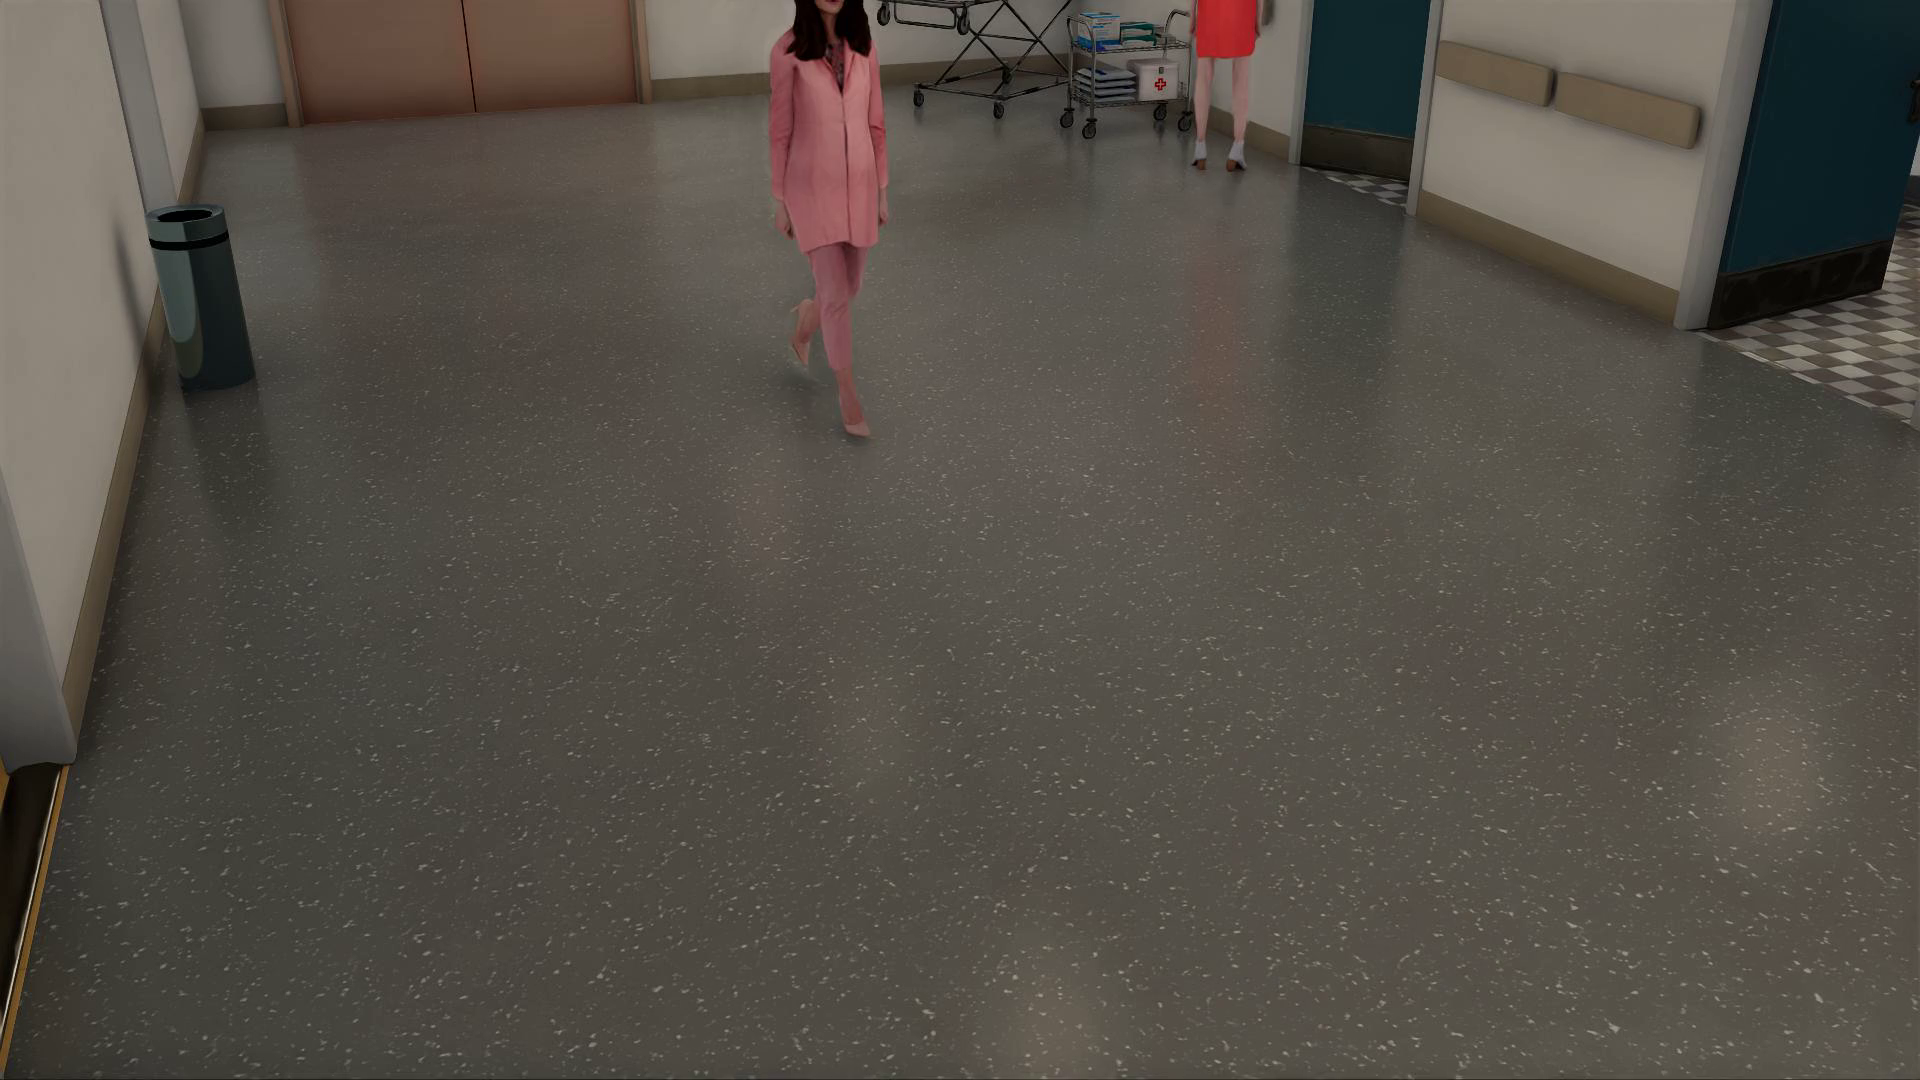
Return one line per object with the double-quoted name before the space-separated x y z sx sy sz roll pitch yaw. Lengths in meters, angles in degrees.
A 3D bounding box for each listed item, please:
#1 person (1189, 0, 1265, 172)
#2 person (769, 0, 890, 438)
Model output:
"person" 1.616 -3.177 10.134 0.666 1.828 0.672 5 26 10
"person" -0.515 -1.319 6.335 0.703 1.780 1.076 -13 28 -24
